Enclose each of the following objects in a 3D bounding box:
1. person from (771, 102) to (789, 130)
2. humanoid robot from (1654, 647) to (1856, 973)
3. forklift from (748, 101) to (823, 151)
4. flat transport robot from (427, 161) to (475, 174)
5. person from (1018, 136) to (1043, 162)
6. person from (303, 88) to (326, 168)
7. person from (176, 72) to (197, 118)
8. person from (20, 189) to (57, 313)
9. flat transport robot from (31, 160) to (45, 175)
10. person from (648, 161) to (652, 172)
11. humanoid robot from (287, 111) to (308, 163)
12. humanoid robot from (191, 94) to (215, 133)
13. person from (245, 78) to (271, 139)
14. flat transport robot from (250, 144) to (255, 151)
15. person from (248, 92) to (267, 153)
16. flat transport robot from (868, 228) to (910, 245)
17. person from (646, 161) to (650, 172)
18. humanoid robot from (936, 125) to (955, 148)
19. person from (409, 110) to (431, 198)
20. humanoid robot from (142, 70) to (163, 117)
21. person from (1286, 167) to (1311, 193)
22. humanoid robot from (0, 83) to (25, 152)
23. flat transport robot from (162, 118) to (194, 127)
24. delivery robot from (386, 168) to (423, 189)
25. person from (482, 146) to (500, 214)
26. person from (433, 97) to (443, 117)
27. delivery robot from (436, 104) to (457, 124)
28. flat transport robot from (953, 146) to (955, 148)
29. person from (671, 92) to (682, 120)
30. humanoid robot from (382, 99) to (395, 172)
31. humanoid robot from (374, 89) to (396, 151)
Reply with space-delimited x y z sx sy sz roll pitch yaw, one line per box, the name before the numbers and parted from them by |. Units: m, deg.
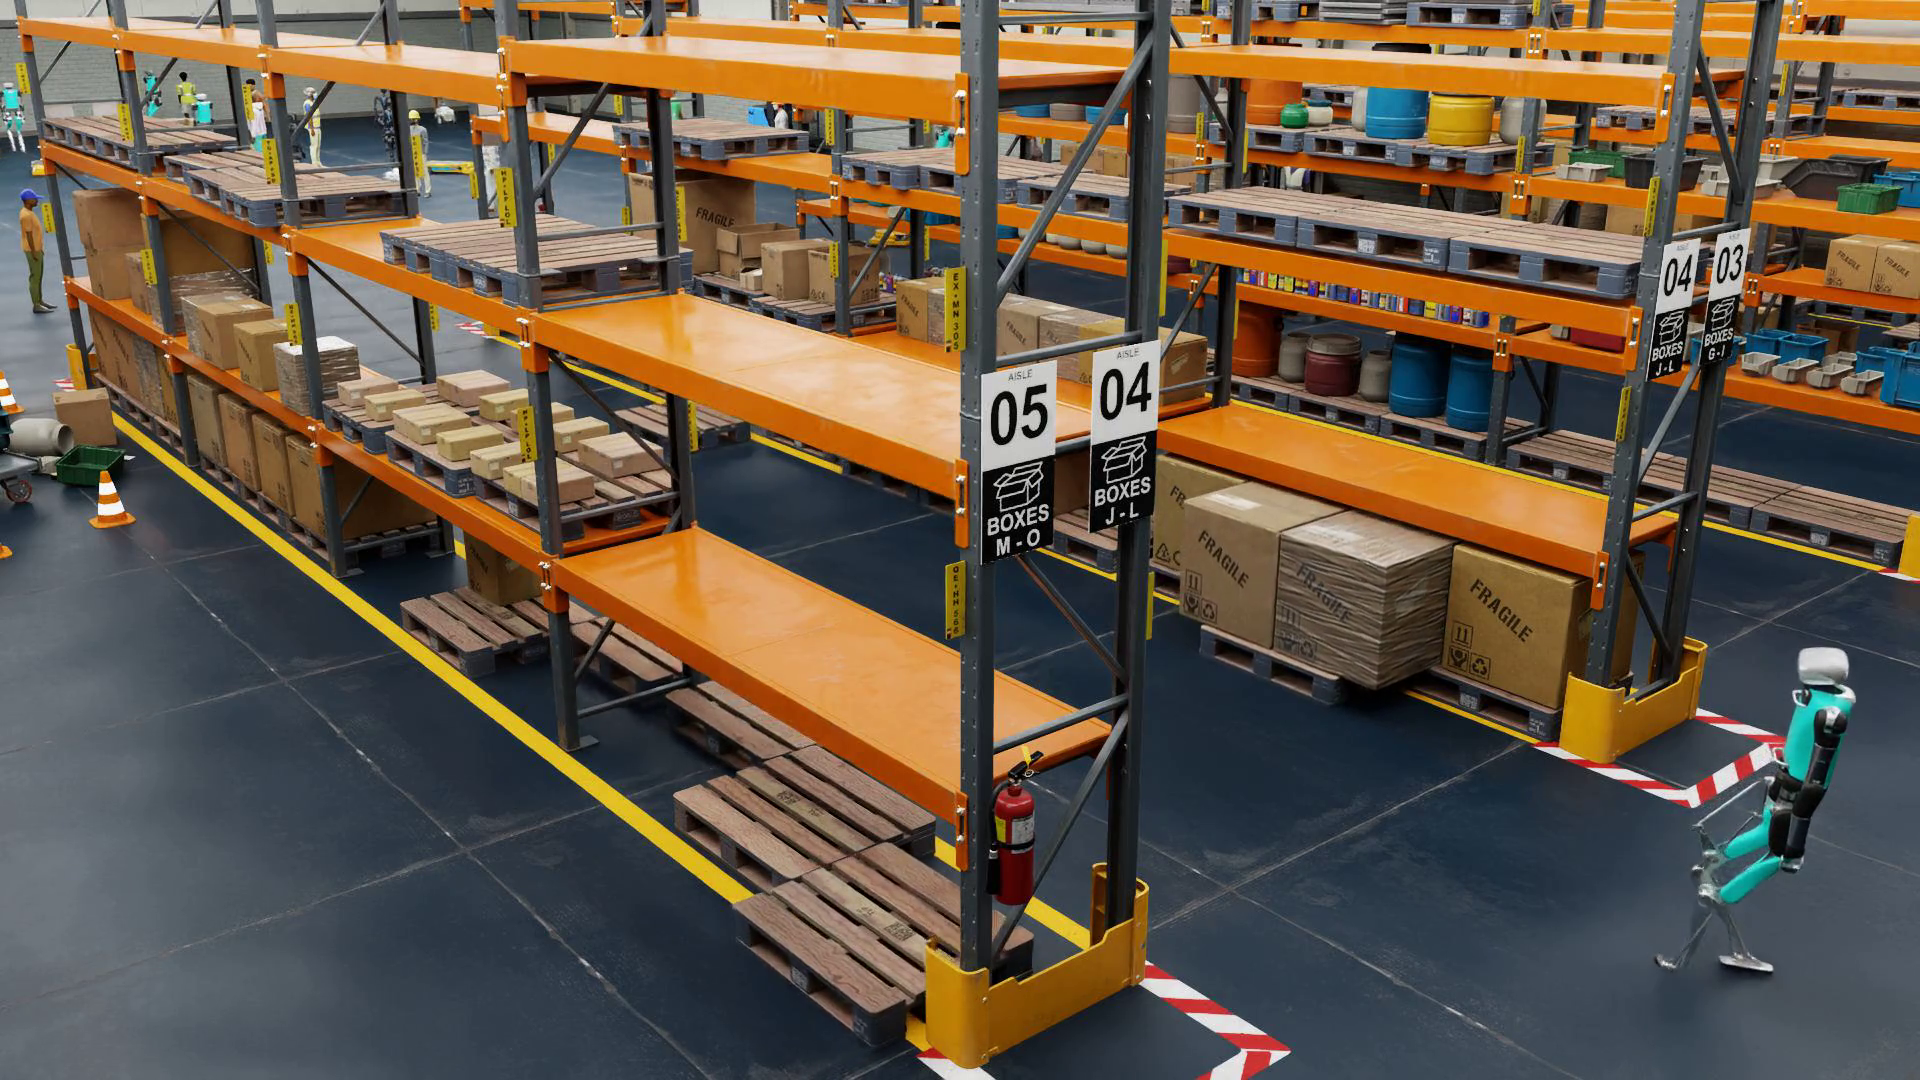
person | -3.910 -8.738 36.374 0.380 1.890 0.563 -4 20 -10
humanoid robot | 3.715 1.370 7.966 0.781 1.891 0.552 7 20 19
forklift | -4.526 -11.368 42.374 1.129 2.768 1.873 -15 24 -37
flat transport robot | -11.852 -8.604 38.424 1.431 0.231 0.659 3 20 8
person | 1.294 -6.643 30.648 0.540 1.733 0.611 -3 20 -9
person | -14.990 -9.524 38.597 0.390 1.891 0.541 -1 19 -4
person | -21.707 -12.290 46.763 0.531 1.694 0.319 -17 25 -39
person | -12.906 -4.044 23.275 0.382 1.712 0.444 -7 21 -19
flat transport robot | -21.107 -8.625 38.482 0.659 0.231 1.431 -10 22 -26
person | -5.073 -5.997 28.445 0.368 1.966 0.600 6 20 16
humanoid robot | -14.115 -8.256 35.305 0.384 1.642 0.590 -2 19 -5
humanoid robot | -17.649 -9.396 38.608 0.732 1.883 0.539 10 22 27
person | -17.785 -10.707 42.012 0.804 1.854 0.382 1 19 1
flat transport robot | -18.162 -9.848 41.964 1.431 0.231 0.659 2 19 7
person | -15.712 -9.061 37.241 0.350 1.914 0.498 1 19 4
flat transport robot | -1.033 -5.383 29.256 0.659 0.231 1.431 7 21 19
person | -6.074 -7.588 33.324 0.465 1.733 0.326 -5 20 -13
humanoid robot | -0.483 -7.012 31.843 0.744 1.894 0.540 -13 23 -32
person | -11.205 -7.969 34.352 0.524 1.772 0.304 6 20 16
humanoid robot | -22.486 -12.109 46.108 0.546 1.757 0.681 8 21 21
person | 5.558 -5.558 27.406 0.401 1.830 0.592 -9 21 -23
humanoid robot | -24.122 -10.747 42.295 0.545 1.746 0.837 -16 25 -39
flat transport robot | -19.139 -9.652 41.405 0.659 0.231 1.431 -6 20 -16
delivery robot | -11.873 -7.704 35.453 0.499 0.610 0.788 7 21 19
person | -9.042 -7.259 32.188 0.636 1.864 0.580 -7 21 -20
person | -16.201 -14.054 51.511 0.503 1.876 0.398 16 25 38
delivery robot | -15.389 -12.729 49.719 0.499 0.585 0.765 -12 23 -31
flat transport robot | -0.363 -7.385 34.954 0.659 0.231 1.431 -8 21 -21
person | -6.853 -9.891 39.592 0.509 1.930 1.025 -5 20 -15
humanoid robot | -12.999 -9.283 38.206 0.599 1.659 0.315 4 20 12
humanoid robot | -14.716 -10.820 42.621 0.600 1.646 0.486 -4 20 -10
